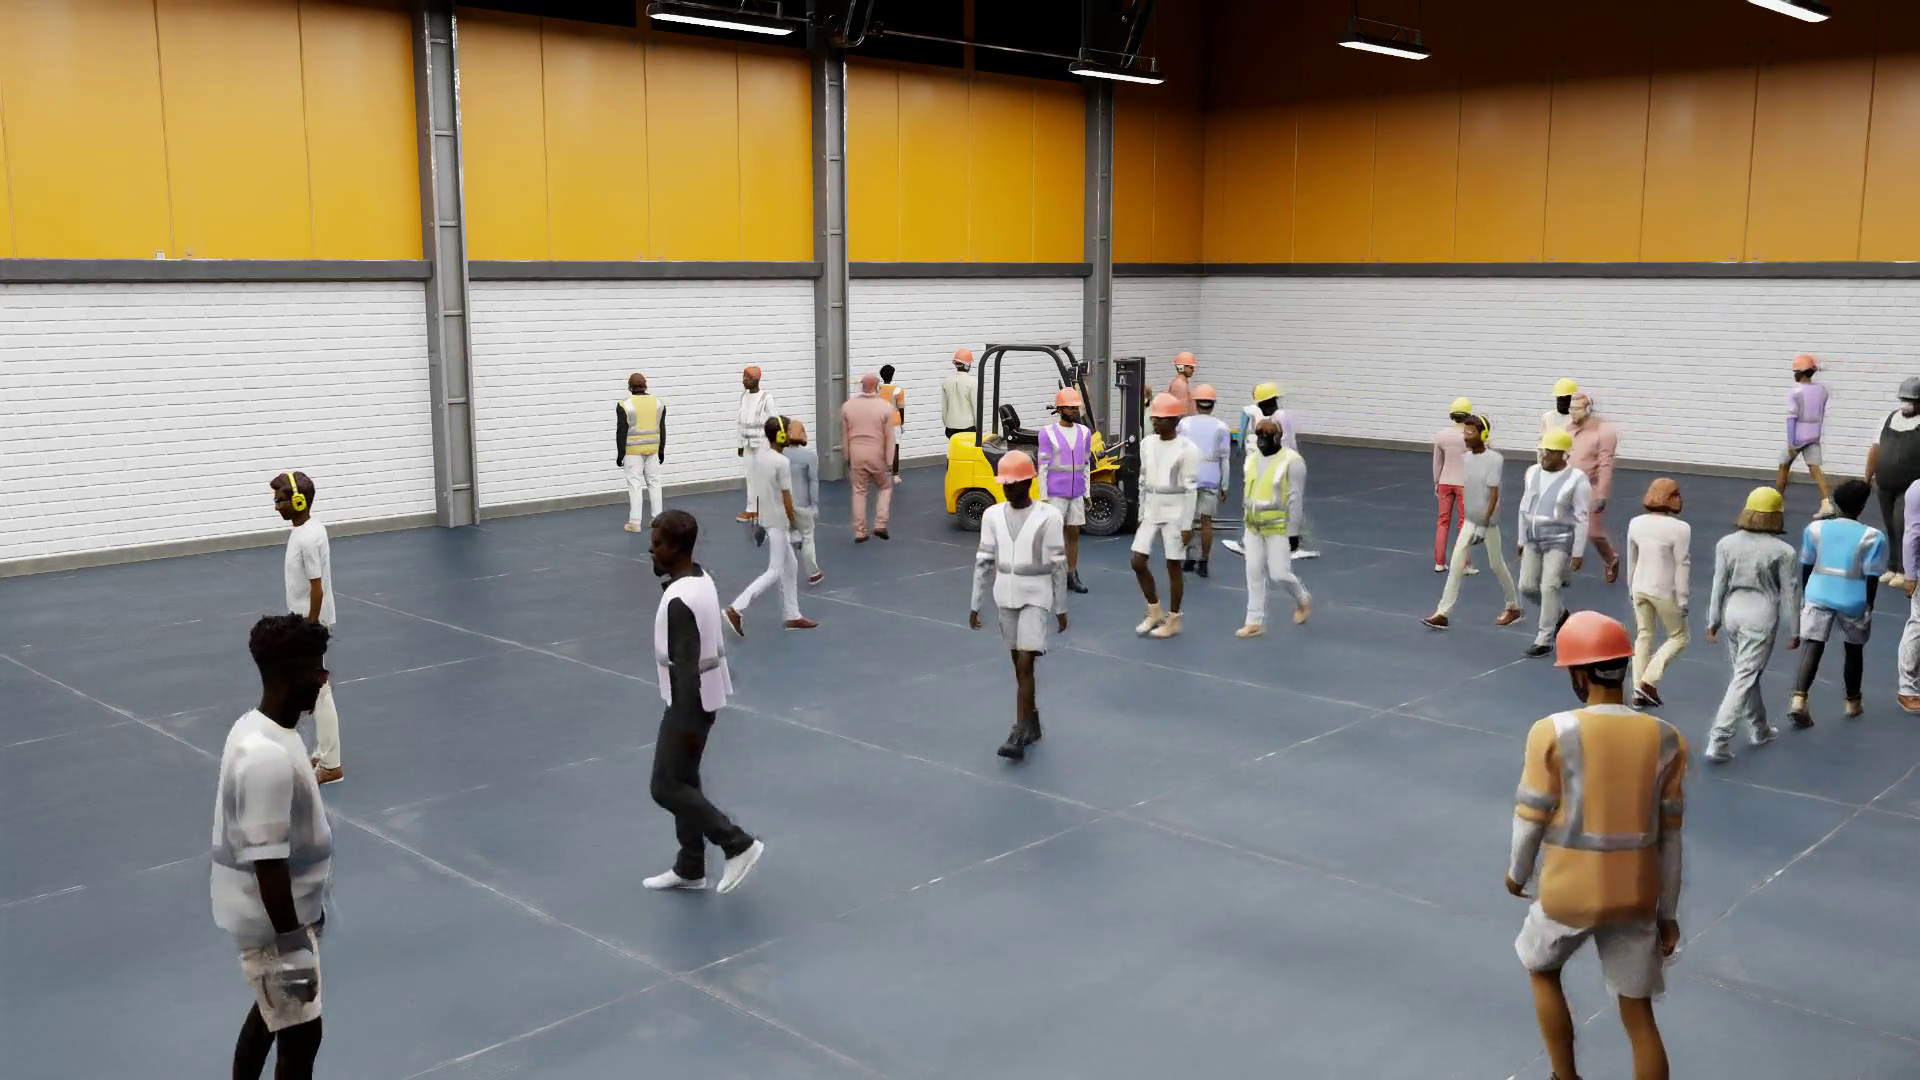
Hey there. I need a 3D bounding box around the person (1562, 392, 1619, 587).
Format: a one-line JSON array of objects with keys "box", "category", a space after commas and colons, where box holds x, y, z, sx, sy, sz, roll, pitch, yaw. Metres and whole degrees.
[{"box": [5.951, -0.471, 15.812, 0.770, 1.880, 0.649, -7, 11, -35], "category": "person"}]

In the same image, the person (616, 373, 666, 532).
[{"box": [-3.709, -1.017, 19.278, 0.634, 1.839, 0.429, -7, 12, -38], "category": "person"}]

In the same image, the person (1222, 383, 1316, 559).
[{"box": [3.273, -0.710, 17.379, 1.007, 1.838, 0.664, 2, 10, 15], "category": "person"}]

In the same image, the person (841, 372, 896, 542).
[{"box": [-0.995, -0.918, 18.531, 0.651, 1.889, 0.544, 2, 10, 15], "category": "person"}]

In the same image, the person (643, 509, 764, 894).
[{"box": [-1.274, 0.790, 8.012, 0.506, 1.899, 0.596, 0, 9, 1], "category": "person"}]

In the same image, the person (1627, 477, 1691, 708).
[{"box": [4.803, 0.372, 11.420, 0.344, 1.617, 0.518, -5, 10, -28], "category": "person"}]

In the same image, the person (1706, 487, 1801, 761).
[{"box": [4.937, 0.511, 10.350, 0.917, 1.695, 0.503, -6, 11, -35], "category": "person"}]

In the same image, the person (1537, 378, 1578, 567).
[{"box": [6.156, -0.689, 16.993, 0.379, 1.928, 0.585, -8, 12, -41], "category": "person"}]

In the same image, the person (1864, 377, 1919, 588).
[{"box": [8.967, -0.563, 15.877, 0.659, 2.000, 0.697, -4, 10, -23], "category": "person"}]

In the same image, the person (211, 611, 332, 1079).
[{"box": [-2.226, 1.198, 5.409, 0.457, 1.936, 0.846, -4, 10, -23], "category": "person"}]

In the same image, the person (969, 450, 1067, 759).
[{"box": [0.313, 0.404, 10.360, 0.579, 1.903, 0.872, 5, 11, 29], "category": "person"}]

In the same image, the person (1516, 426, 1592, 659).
[{"box": [4.654, 0.009, 13.037, 0.588, 1.819, 0.607, -6, 11, -31], "category": "person"}]

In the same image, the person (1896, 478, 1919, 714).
[{"box": [6.717, 0.228, 11.342, 0.635, 1.936, 0.354, -1, 9, -9], "category": "person"}]

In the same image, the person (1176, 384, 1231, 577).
[{"box": [2.363, -0.575, 16.373, 0.597, 1.904, 0.589, 1, 9, 5], "category": "person"}]

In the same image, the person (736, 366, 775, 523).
[{"box": [-2.441, -1.135, 19.868, 0.585, 1.879, 0.337, 8, 12, 40], "category": "person"}]

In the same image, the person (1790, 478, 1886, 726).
[{"box": [5.823, 0.416, 11.088, 0.532, 1.659, 0.857, 8, 12, 42], "category": "person"}]

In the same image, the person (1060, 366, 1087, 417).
[{"box": [1.682, -1.802, 24.847, 0.530, 1.593, 0.841, -6, 11, -31], "category": "person"}]

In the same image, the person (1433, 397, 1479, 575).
[{"box": [4.955, -0.534, 16.532, 0.532, 1.770, 0.306, 9, 13, 43], "category": "person"}]

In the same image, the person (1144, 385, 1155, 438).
[{"box": [2.290, -1.124, 20.677, 0.498, 1.582, 0.868, 1, 9, 4], "category": "person"}]

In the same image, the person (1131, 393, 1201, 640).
[{"box": [1.633, -0.180, 13.552, 0.524, 2.029, 0.635, -9, 13, -43], "category": "person"}]

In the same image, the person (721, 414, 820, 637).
[{"box": [-1.581, -0.114, 13.783, 0.833, 1.835, 0.522, -4, 10, -25], "category": "person"}]

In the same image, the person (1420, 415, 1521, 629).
[{"box": [4.380, -0.145, 14.010, 0.993, 1.820, 0.502, -5, 11, -29], "category": "person"}]

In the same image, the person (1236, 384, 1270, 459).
[{"box": [3.731, -1.118, 20.601, 0.534, 1.616, 0.703, -2, 9, -10], "category": "person"}]

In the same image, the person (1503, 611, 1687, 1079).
[{"box": [2.144, 1.197, 5.584, 0.567, 1.879, 0.644, -1, 9, -4], "category": "person"}]

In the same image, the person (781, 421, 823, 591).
[{"box": [-1.554, -0.338, 15.808, 0.523, 1.596, 0.703, 2, 10, 14], "category": "person"}]

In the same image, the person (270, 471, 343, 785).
[{"box": [-3.841, 0.523, 9.777, 0.328, 1.861, 0.519, -4, 10, -22], "category": "person"}]

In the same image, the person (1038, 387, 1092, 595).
[{"box": [0.990, -0.454, 15.510, 0.550, 1.942, 0.346, -4, 10, -25], "category": "person"}]

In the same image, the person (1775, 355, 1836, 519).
[{"box": [10.323, -1.256, 20.301, 0.610, 1.999, 1.053, -2, 9, -11], "category": "person"}]

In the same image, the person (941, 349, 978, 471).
[{"box": [0.038, -1.502, 21.772, 0.609, 1.996, 0.379, 7, 11, 36], "category": "person"}]

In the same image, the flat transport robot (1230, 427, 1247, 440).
[{"box": [5.054, -1.856, 29.213, 1.431, 0.197, 0.652, 2, 10, 14], "category": "flat transport robot"}]

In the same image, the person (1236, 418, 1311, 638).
[{"box": [2.601, -0.107, 13.738, 0.671, 1.827, 0.636, -8, 12, -39], "category": "person"}]

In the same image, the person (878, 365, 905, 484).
[{"box": [-1.025, -1.630, 23.503, 0.529, 1.690, 0.321, 3, 10, 17], "category": "person"}]

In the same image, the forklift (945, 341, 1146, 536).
[{"box": [0.977, -1.223, 19.452, 2.313, 2.155, 1.214, 2, 9, 11], "category": "forklift"}]

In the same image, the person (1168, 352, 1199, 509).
[{"box": [2.800, -1.381, 21.044, 0.391, 1.991, 0.612, 0, 9, -3], "category": "person"}]
